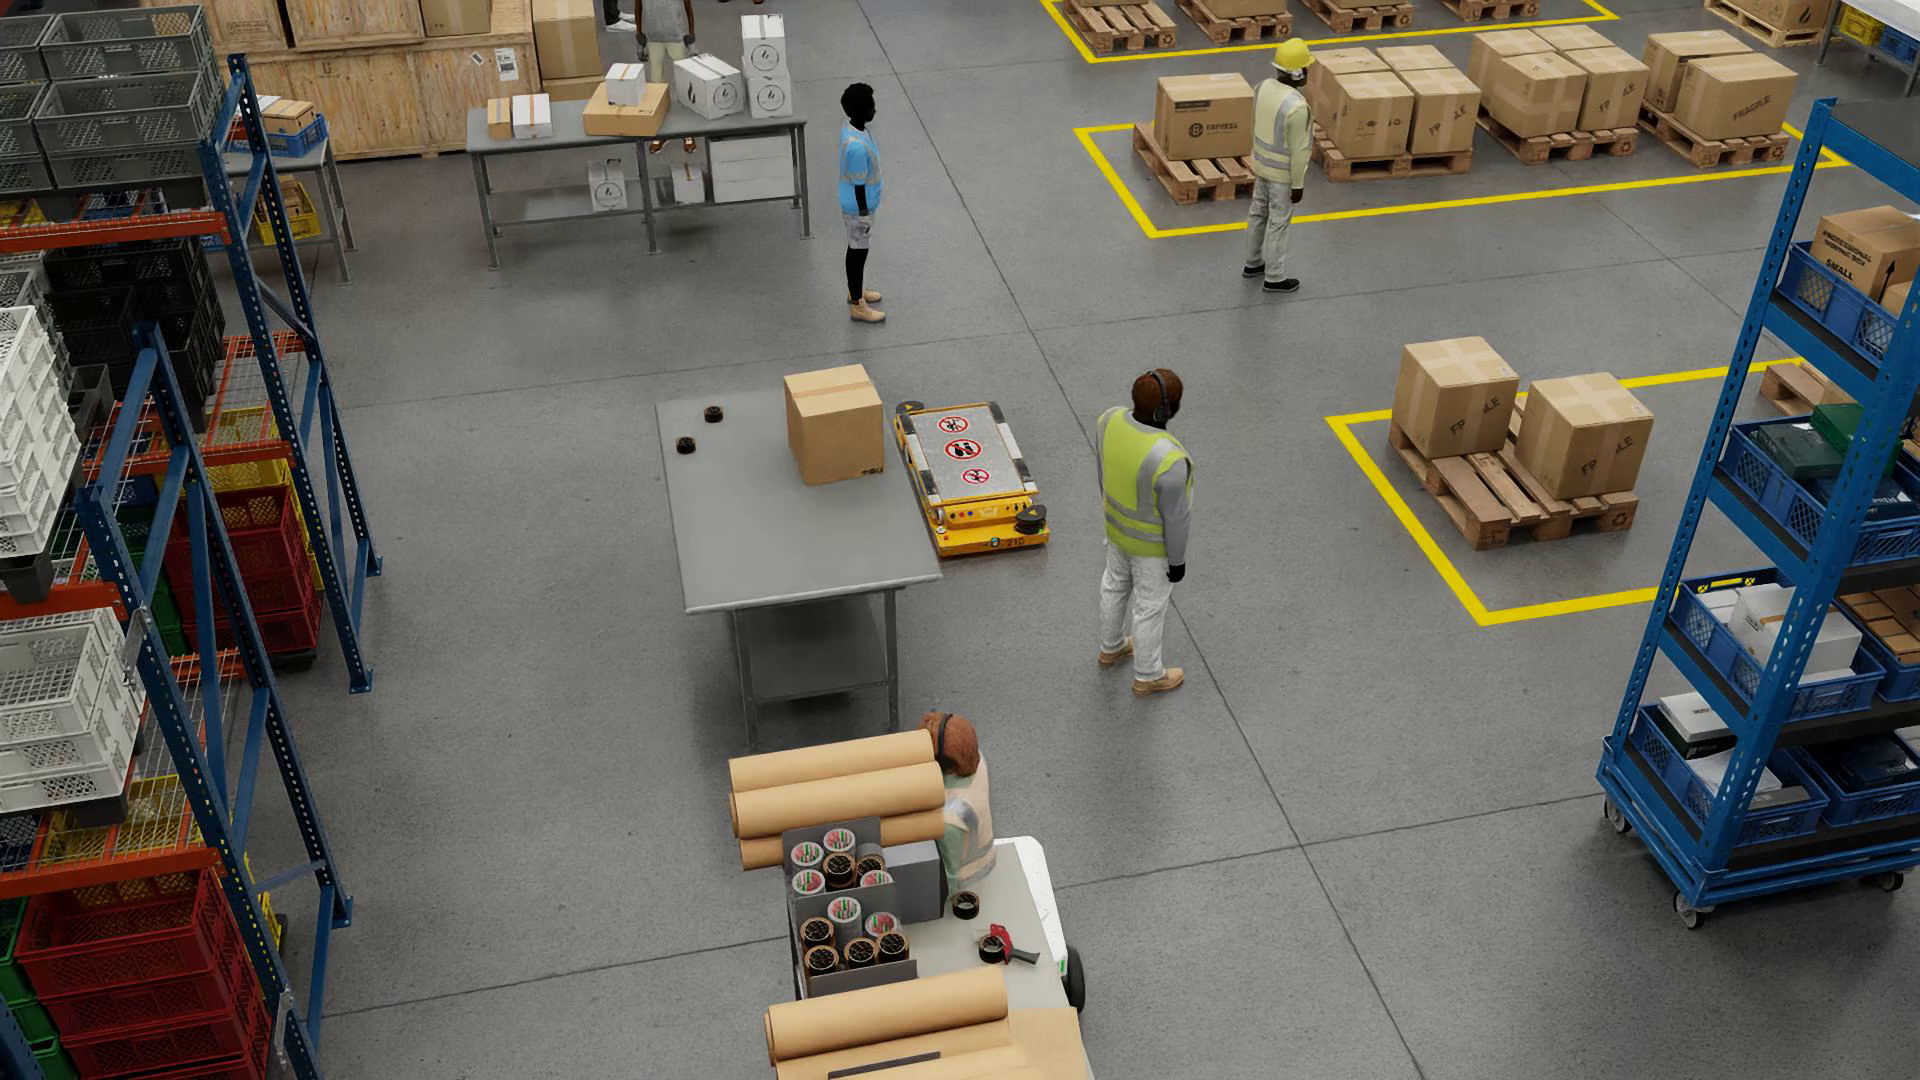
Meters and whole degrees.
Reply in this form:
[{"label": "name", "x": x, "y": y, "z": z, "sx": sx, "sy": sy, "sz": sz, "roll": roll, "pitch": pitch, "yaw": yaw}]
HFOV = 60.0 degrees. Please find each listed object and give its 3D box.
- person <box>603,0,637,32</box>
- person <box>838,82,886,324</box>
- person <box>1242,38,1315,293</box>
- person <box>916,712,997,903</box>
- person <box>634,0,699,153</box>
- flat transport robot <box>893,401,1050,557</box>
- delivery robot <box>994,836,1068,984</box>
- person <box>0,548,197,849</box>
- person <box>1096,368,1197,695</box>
[{"label": "person", "x": -3.418, "y": -5.906, "z": 16.129, "sx": 0.390, "sy": 1.887, "sz": 0.592, "roll": -9, "pitch": 38, "yaw": -12}, {"label": "person", "x": -0.682, "y": -2.331, "z": 11.476, "sx": 0.316, "sy": 1.695, "sz": 0.542, "roll": -4, "pitch": 37, "yaw": -5}, {"label": "person", "x": 2.275, "y": -2.648, "z": 11.787, "sx": 0.403, "sy": 1.837, "sz": 0.591, "roll": -15, "pitch": 39, "yaw": -19}, {"label": "person", "x": -0.011, "y": 1.330, "z": 6.612, "sx": 0.317, "sy": 1.630, "sz": 0.526, "roll": 5, "pitch": 37, "yaw": 7}, {"label": "person", "x": -2.428, "y": -4.122, "z": 13.746, "sx": 0.517, "sy": 1.865, "sz": 0.328, "roll": 0, "pitch": 37, "yaw": 1}, {"label": "flat transport robot", "x": 0.046, "y": -0.430, "z": 10.108, "sx": 0.652, "sy": 0.197, "sz": 1.431, "roll": -8, "pitch": 37, "yaw": -10}, {"label": "delivery robot", "x": 0.235, "y": 1.591, "z": 7.081, "sx": 0.477, "sy": 0.478, "sz": 0.707, "roll": -5, "pitch": 37, "yaw": -6}, {"label": "person", "x": -3.869, "y": 0.674, "z": 7.238, "sx": 0.631, "sy": 1.938, "sz": 0.362, "roll": 8, "pitch": 37, "yaw": 11}, {"label": "person", "x": 0.927, "y": -0.043, "z": 8.282, "sx": 0.429, "sy": 1.844, "sz": 0.626, "roll": -21, "pitch": 42, "yaw": -26}]
